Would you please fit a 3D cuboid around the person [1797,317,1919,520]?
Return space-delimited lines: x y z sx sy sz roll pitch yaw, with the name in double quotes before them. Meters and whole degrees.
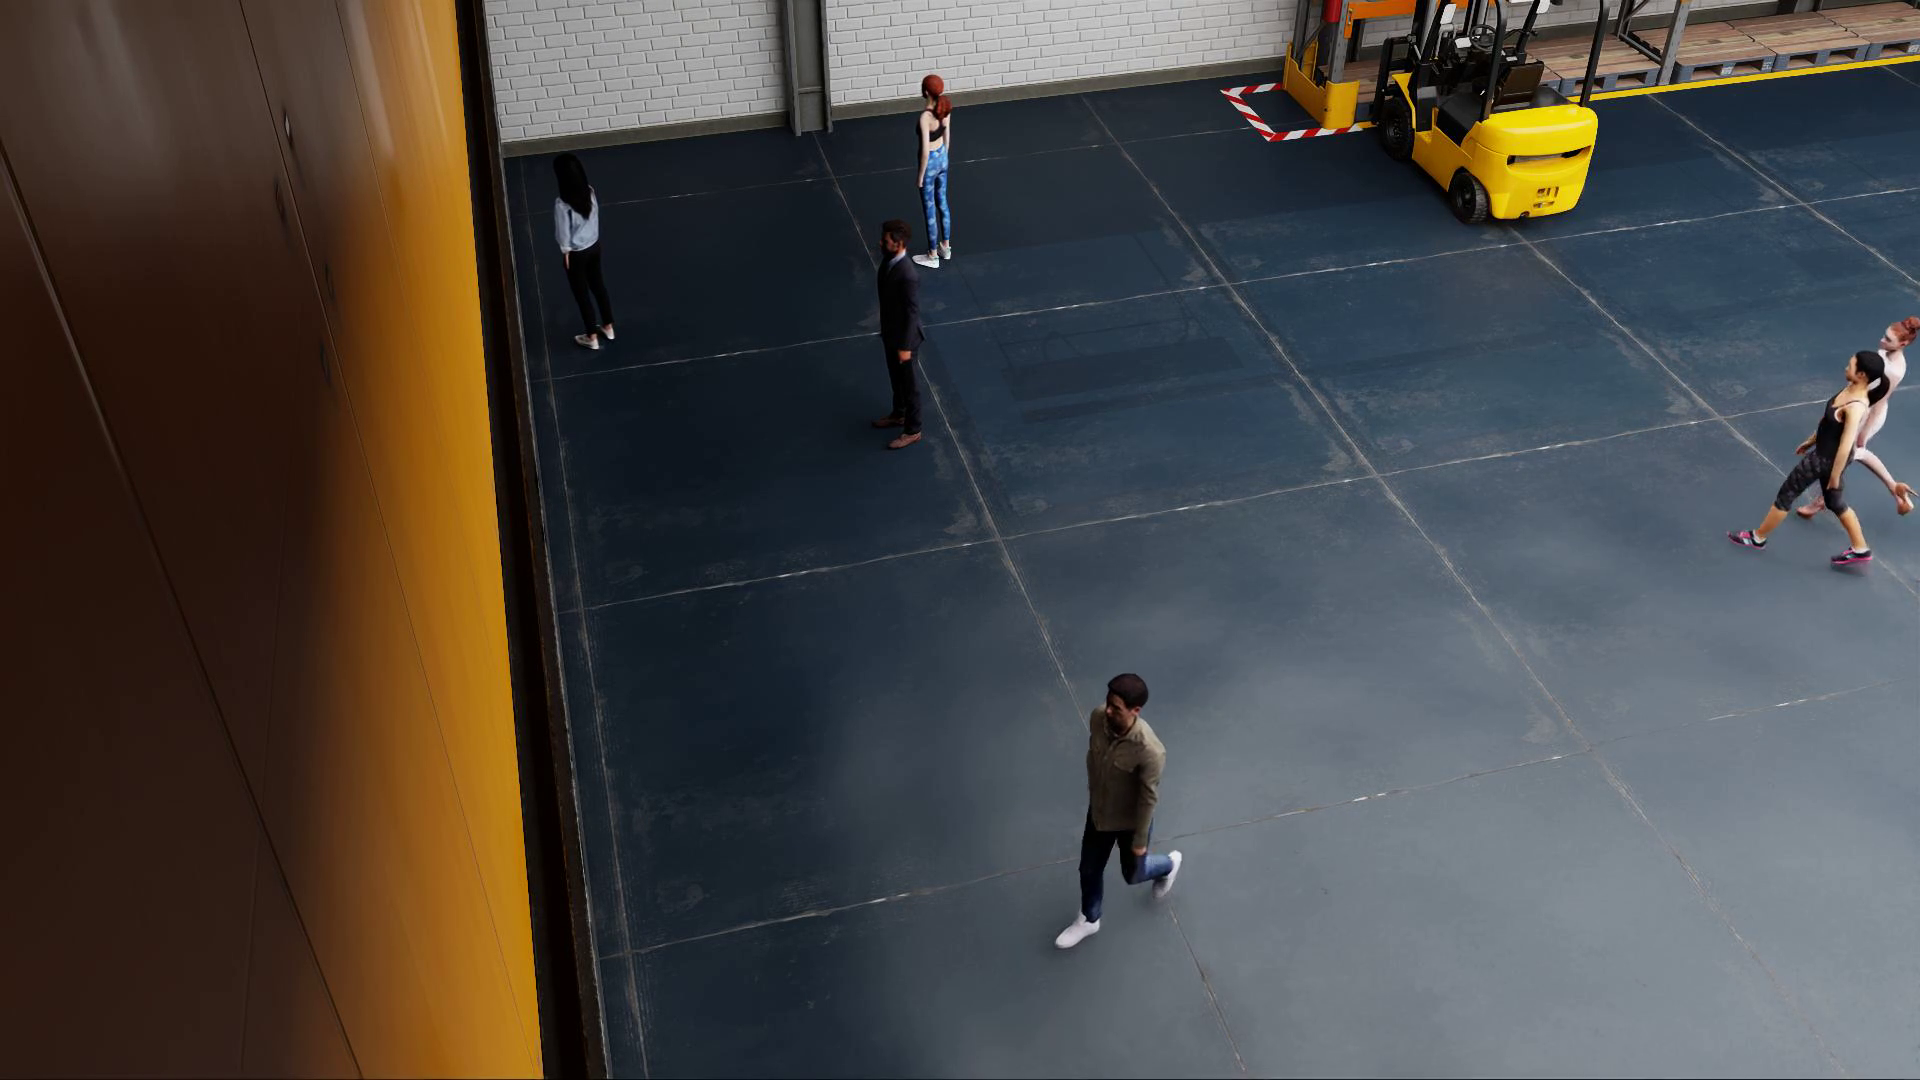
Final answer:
"person" 6.438 -0.802 11.651 1.044 1.775 0.916 14 41 17

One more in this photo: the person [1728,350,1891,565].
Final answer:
"person" 6.051 -0.511 11.364 1.141 1.680 1.090 20 43 23

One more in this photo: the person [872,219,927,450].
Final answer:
"person" -0.458 -1.567 12.535 0.644 1.868 0.669 -16 41 -19

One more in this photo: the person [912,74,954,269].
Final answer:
"person" -0.238 -3.273 14.737 0.749 1.785 0.682 24 45 27

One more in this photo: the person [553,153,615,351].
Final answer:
"person" -3.107 -2.371 13.669 0.726 1.710 0.676 17 42 20

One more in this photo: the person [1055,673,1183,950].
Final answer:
"person" 0.930 1.412 8.826 1.204 1.841 0.996 -28 46 -31
